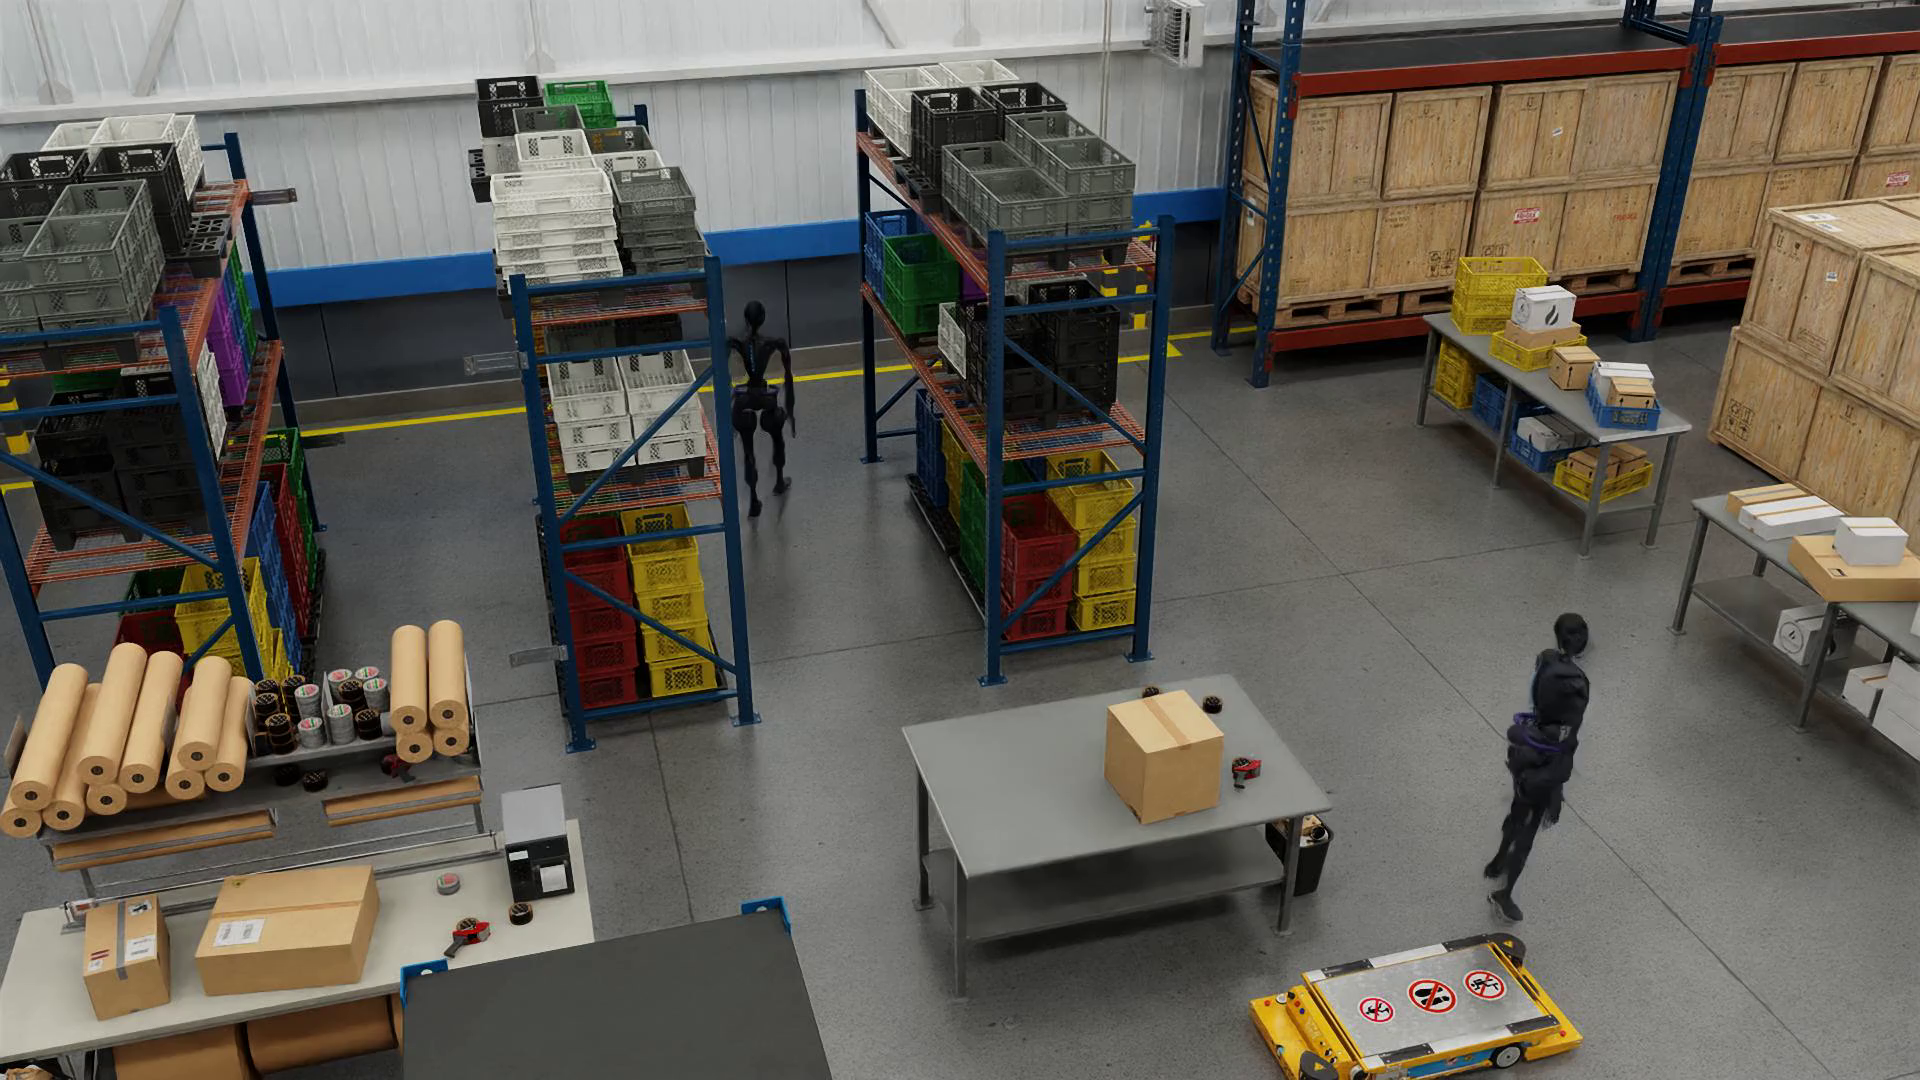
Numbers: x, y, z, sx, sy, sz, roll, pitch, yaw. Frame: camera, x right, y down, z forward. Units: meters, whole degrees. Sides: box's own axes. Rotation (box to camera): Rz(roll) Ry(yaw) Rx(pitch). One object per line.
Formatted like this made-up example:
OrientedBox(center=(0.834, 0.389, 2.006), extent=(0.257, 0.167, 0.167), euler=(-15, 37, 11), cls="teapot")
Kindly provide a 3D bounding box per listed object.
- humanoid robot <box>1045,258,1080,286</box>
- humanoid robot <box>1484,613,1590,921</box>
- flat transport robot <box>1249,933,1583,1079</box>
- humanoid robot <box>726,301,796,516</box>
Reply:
OrientedBox(center=(0.752, -1.944, 14.219), extent=(0.610, 1.661, 0.314), euler=(3, 29, 5), cls="humanoid robot")
OrientedBox(center=(3.019, 1.158, 8.615), extent=(0.386, 1.632, 0.662), euler=(0, 29, 1), cls="humanoid robot")
OrientedBox(center=(2.184, 2.282, 7.980), extent=(1.431, 0.197, 0.652), euler=(-8, 30, -14), cls="flat transport robot")
OrientedBox(center=(-1.535, -1.033, 12.597), extent=(0.589, 1.637, 0.673), euler=(1, 29, 2), cls="humanoid robot")
